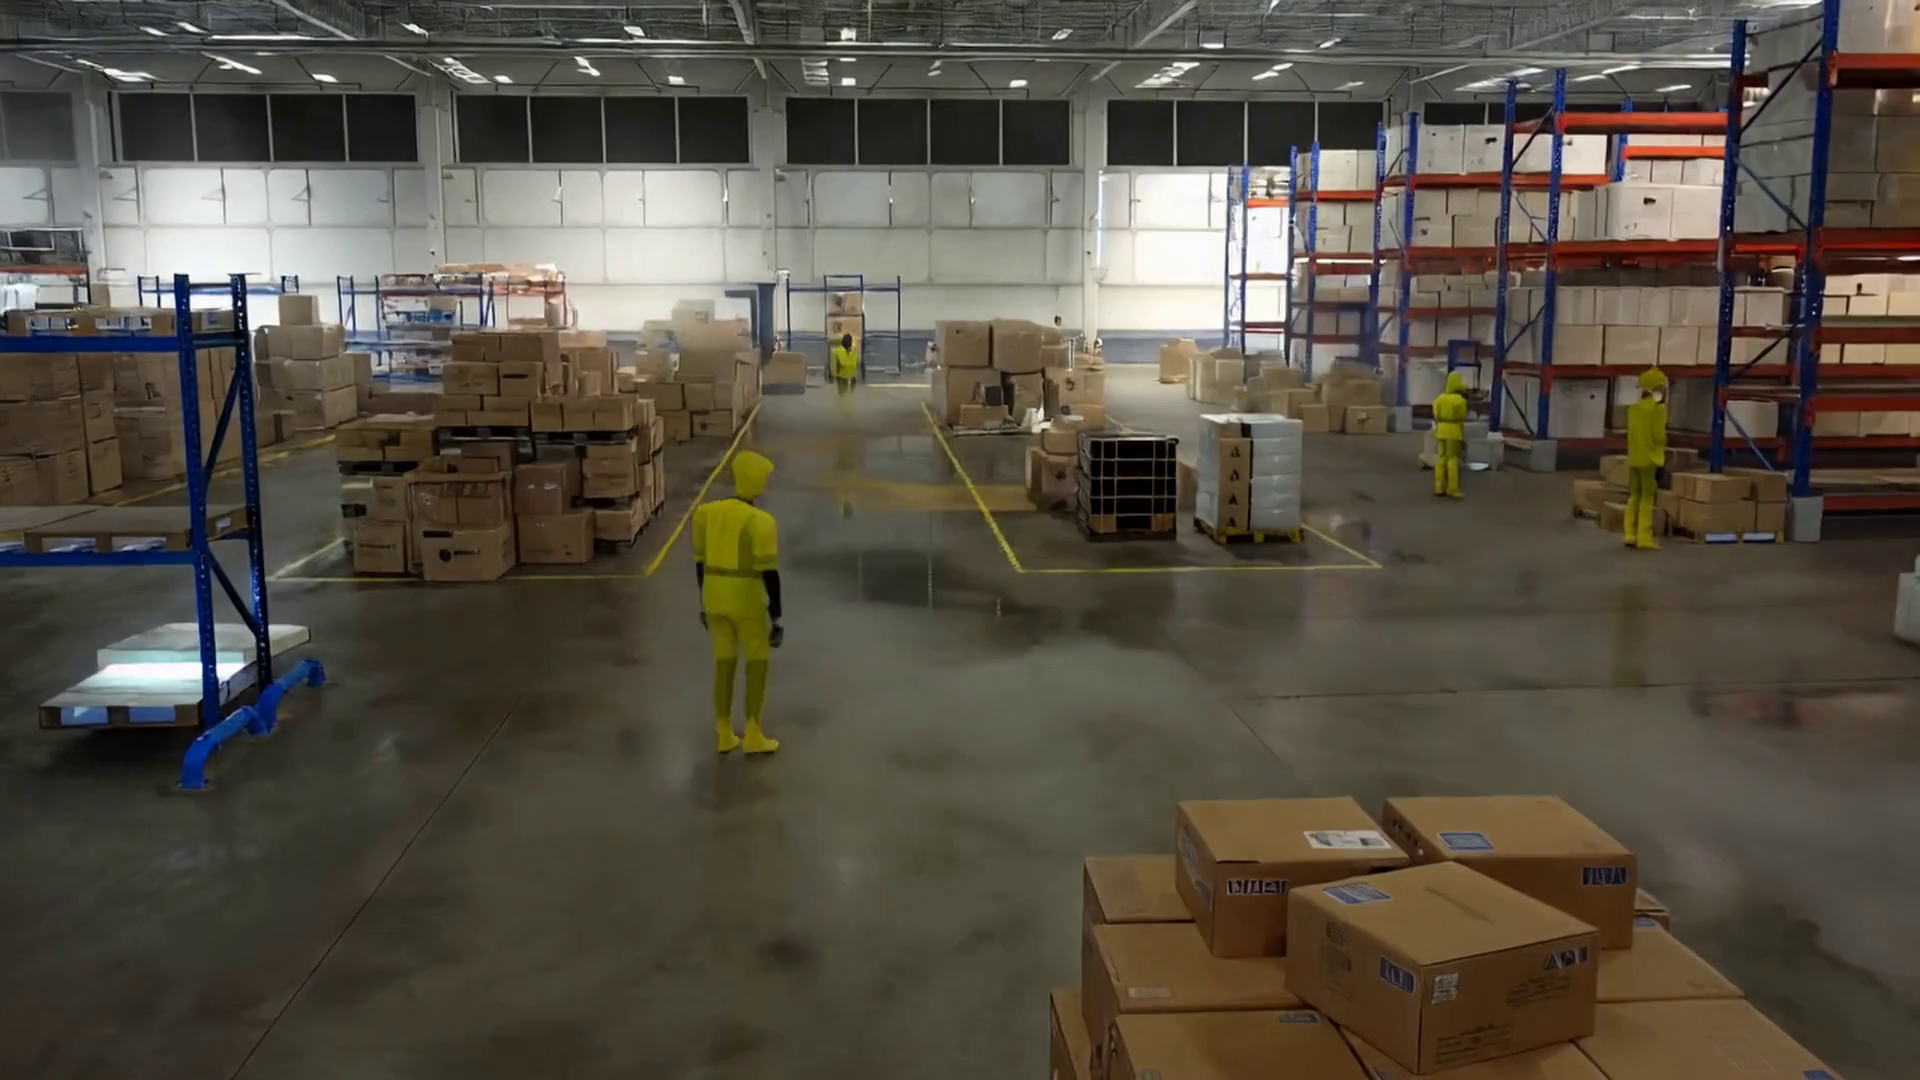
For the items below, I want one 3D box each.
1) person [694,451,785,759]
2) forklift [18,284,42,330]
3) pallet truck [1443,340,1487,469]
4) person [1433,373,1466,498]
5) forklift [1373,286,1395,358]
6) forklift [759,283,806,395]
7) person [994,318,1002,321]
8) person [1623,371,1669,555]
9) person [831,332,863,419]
[{"bbox_3d":[-1.381,0.414,10.405,0.644,1.937,0.378,4,10,26],"label":"person"},{"bbox_3d":[-20.098,-4.148,36.077,1.873,2.768,1.129,-5,10,-30],"label":"forklift"},{"bbox_3d":[8.004,-2.170,26.422,0.823,1.965,1.885,2,9,14],"label":"pallet truck"},{"bbox_3d":[6.665,-1.414,22.613,0.319,1.697,0.532,-6,11,-33],"label":"person"},{"bbox_3d":[9.173,-4.146,36.062,1.873,2.768,1.129,-1,9,-4],"label":"forklift"},{"bbox_3d":[-4.843,-5.061,41.810,1.873,2.768,1.129,-1,9,-4],"label":"forklift"},{"bbox_3d":[0.966,-4.708,42.541,0.355,1.938,0.545,-4,10,-24],"label":"person"},{"bbox_3d":[7.480,-0.842,18.090,0.385,1.994,0.611,-1,9,-8],"label":"person"},{"bbox_3d":[-2.353,-3.453,35.023,0.648,1.816,0.643,-5,10,-29],"label":"person"}]
